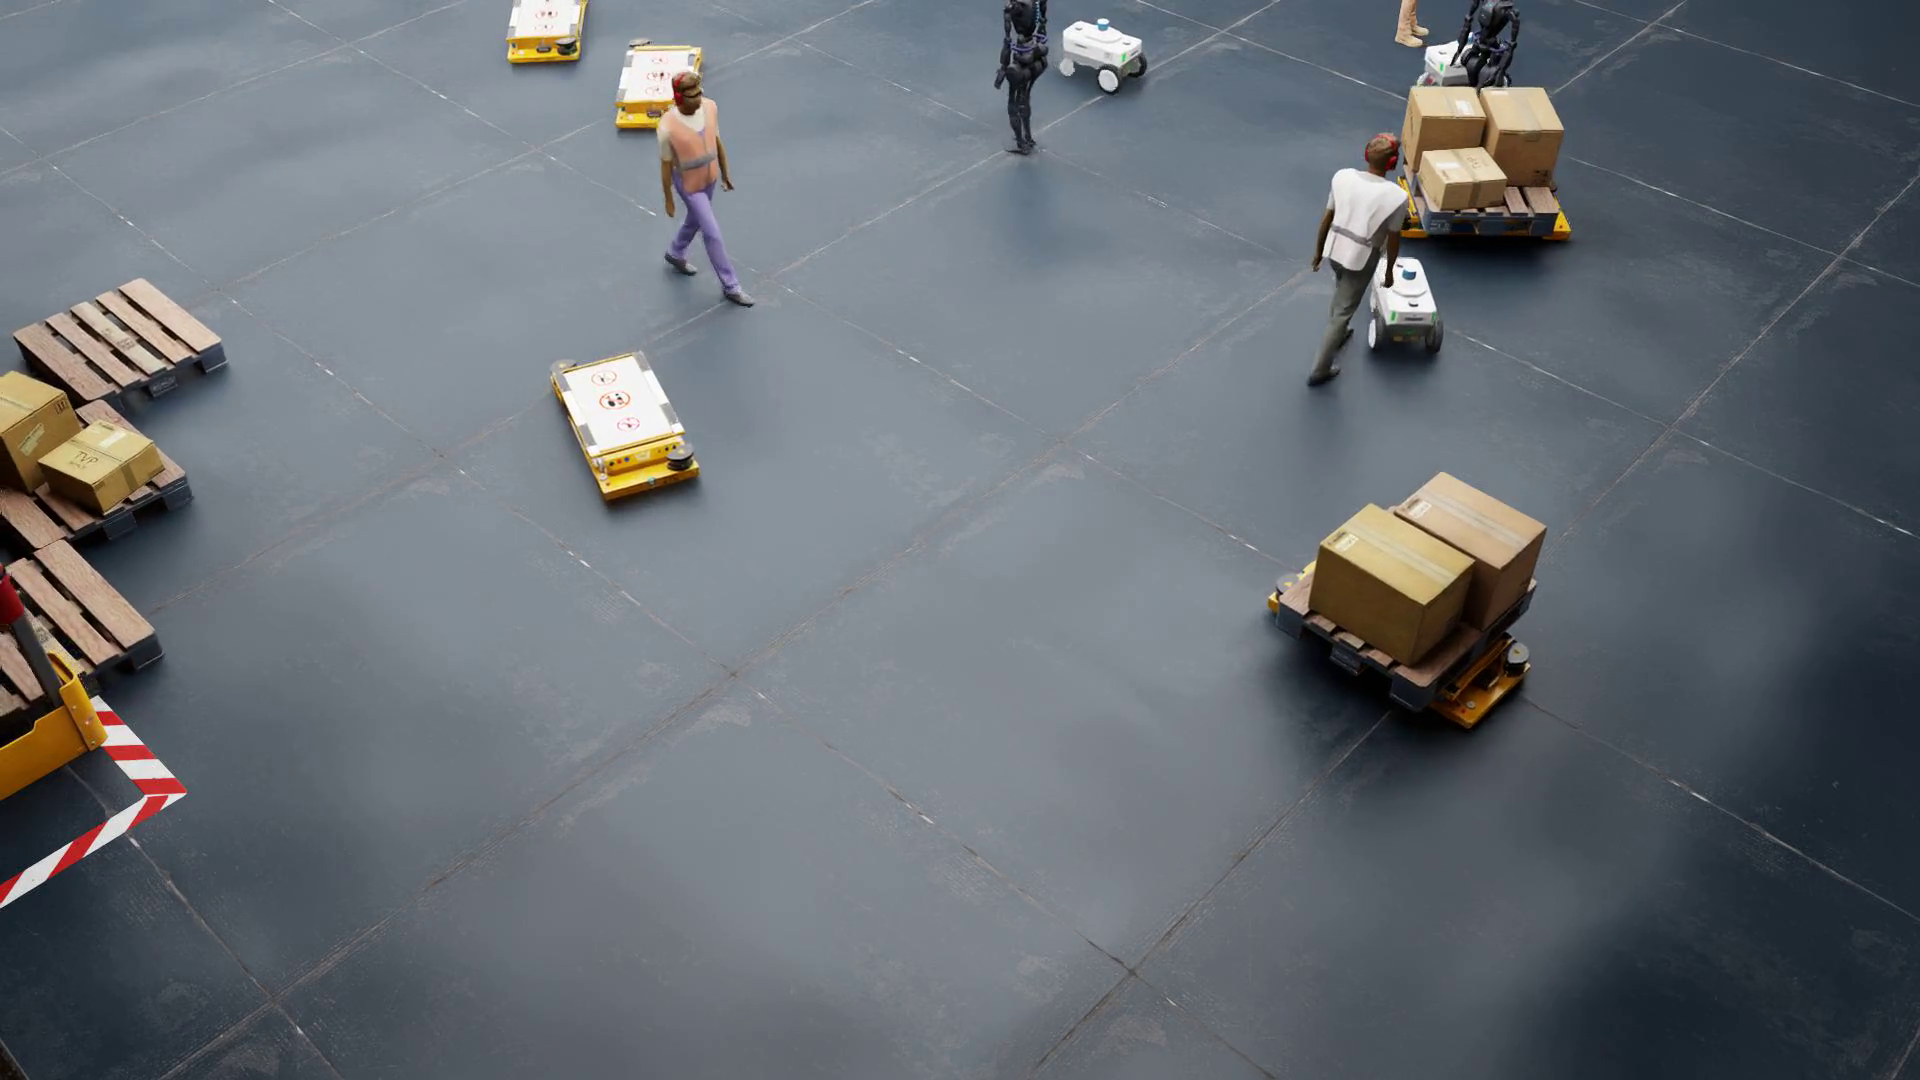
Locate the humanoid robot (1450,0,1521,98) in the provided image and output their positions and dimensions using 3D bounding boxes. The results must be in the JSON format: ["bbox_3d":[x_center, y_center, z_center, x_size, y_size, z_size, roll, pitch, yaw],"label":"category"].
[{"bbox_3d":[4.427,-4.084,14.054,0.788,1.618,0.600,-23,47,-23],"label":"humanoid robot"}]

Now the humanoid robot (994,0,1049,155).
[{"bbox_3d":[0.537,-4.031,13.960,0.310,1.648,0.611,29,50,29],"label":"humanoid robot"}]

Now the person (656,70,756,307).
[{"bbox_3d":[-1.957,-2.654,12.329,0.939,1.801,0.576,23,47,23],"label":"person"}]

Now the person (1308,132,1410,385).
[{"bbox_3d":[2.777,-1.966,11.570,0.822,1.794,0.565,-32,51,-30],"label":"person"}]

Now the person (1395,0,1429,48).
[{"bbox_3d":[4.371,-5.511,15.547,0.301,1.744,0.493,18,45,19],"label":"person"}]

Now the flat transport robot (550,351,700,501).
[{"bbox_3d":[-2.330,-0.834,11.452,0.659,0.231,1.431,-17,45,-18],"label":"flat transport robot"}]

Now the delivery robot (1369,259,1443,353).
[{"bbox_3d":[3.267,-1.733,12.252,0.499,0.612,0.814,1,42,1],"label":"delivery robot"}]

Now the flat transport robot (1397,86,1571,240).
[{"bbox_3d":[4.173,-2.696,13.522,1.431,0.231,0.659,1,42,1],"label":"flat transport robot"}]

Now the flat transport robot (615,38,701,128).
[{"bbox_3d":[-2.740,-4.166,15.157,0.659,0.231,1.431,-2,42,-2],"label":"flat transport robot"}]

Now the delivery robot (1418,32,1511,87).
[{"bbox_3d":[4.605,-4.310,15.114,0.805,0.609,0.499,-10,43,-11],"label":"delivery robot"}]

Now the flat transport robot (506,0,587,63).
[{"bbox_3d":[-3.991,-5.022,16.108,0.659,0.231,1.431,-4,42,-4],"label":"flat transport robot"}]

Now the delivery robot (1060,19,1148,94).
[{"bbox_3d":[1.318,-4.477,15.302,0.814,0.612,0.499,26,48,26],"label":"delivery robot"}]

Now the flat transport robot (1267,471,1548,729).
[{"bbox_3d":[2.615,0.533,9.934,0.659,0.231,1.431,-34,52,-32],"label":"flat transport robot"}]
